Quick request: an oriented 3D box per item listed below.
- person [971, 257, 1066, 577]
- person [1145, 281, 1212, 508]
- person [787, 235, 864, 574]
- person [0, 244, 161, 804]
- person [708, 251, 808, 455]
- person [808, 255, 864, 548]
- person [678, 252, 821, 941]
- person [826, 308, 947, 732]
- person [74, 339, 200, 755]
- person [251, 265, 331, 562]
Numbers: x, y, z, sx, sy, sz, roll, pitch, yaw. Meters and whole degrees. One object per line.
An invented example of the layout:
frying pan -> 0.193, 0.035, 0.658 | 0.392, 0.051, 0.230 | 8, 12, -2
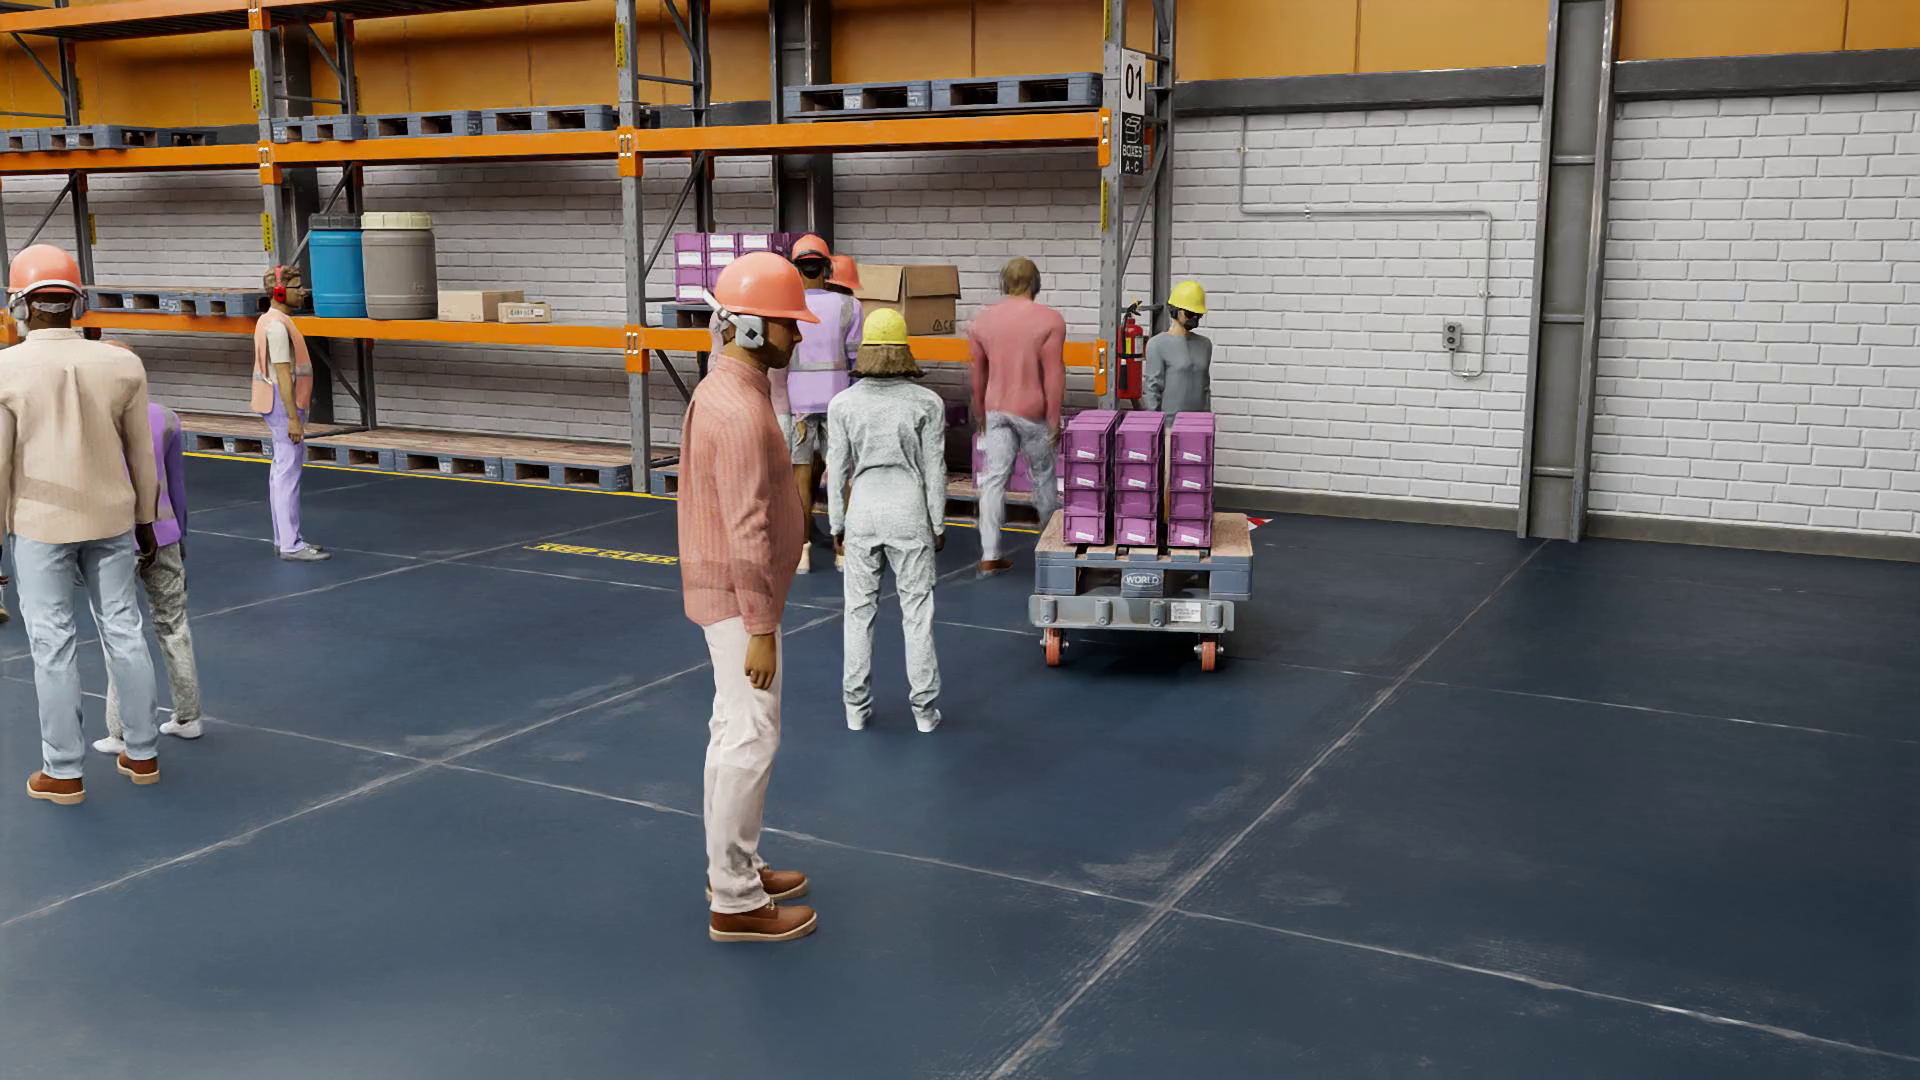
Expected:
person -> 0.404, -0.763, 10.158 | 0.648, 1.889, 0.985 | 5, 12, 26
person -> 1.341, -0.683, 10.092 | 0.522, 1.762, 0.320 | -8, 13, -36
person -> -0.875, -0.808, 10.026 | 0.605, 2.033, 0.392 | -3, 11, -15
person -> -3.208, -0.054, 5.991 | 0.389, 1.992, 0.625 | 9, 13, 39
person -> -1.201, -0.749, 9.958 | 0.635, 1.937, 0.354 | 2, 11, 12
person -> -0.763, -0.858, 10.654 | 0.797, 1.893, 0.570 | 4, 11, 22
person -> -0.596, 0.175, 4.788 | 0.410, 1.980, 0.624 | -2, 11, -13
person -> -0.296, -0.076, 6.841 | 0.488, 1.737, 0.320 | 1, 10, 6
person -> -3.258, 0.029, 6.542 | 0.316, 1.629, 0.510 | 6, 12, 28
person -> -4.227, -0.787, 10.413 | 0.389, 1.847, 0.563 | -5, 12, -26
